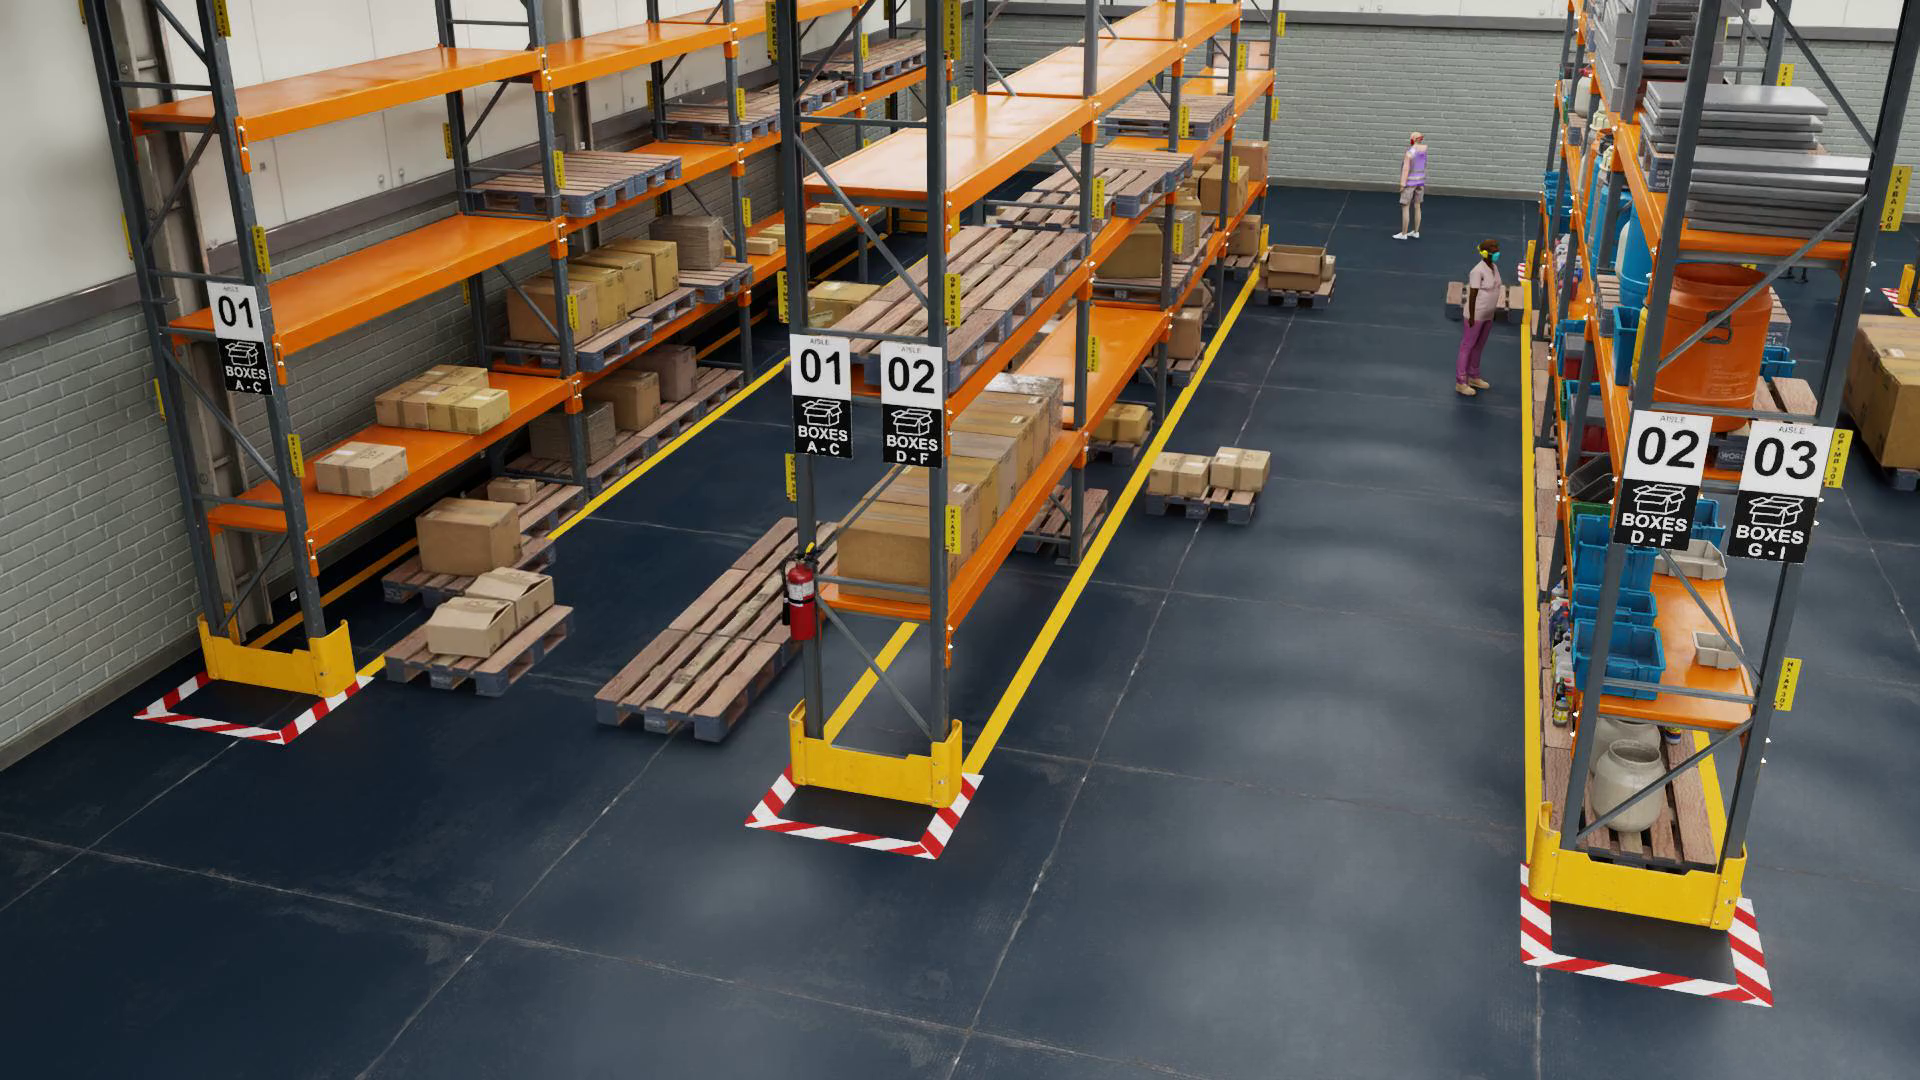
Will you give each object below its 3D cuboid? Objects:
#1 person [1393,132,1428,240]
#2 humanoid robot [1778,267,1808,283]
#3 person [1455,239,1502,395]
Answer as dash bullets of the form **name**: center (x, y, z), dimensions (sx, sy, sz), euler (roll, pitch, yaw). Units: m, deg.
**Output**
- **person**: center (7.183, -5.619, 26.412), dimensions (0.490, 1.688, 0.348), euler (-14, 27, -29)
- **humanoid robot**: center (12.157, -4.540, 23.904), dimensions (0.315, 1.657, 0.599), euler (-9, 25, -19)
- **person**: center (6.033, -2.596, 19.259), dimensions (0.528, 1.802, 0.333), euler (-21, 31, -40)
